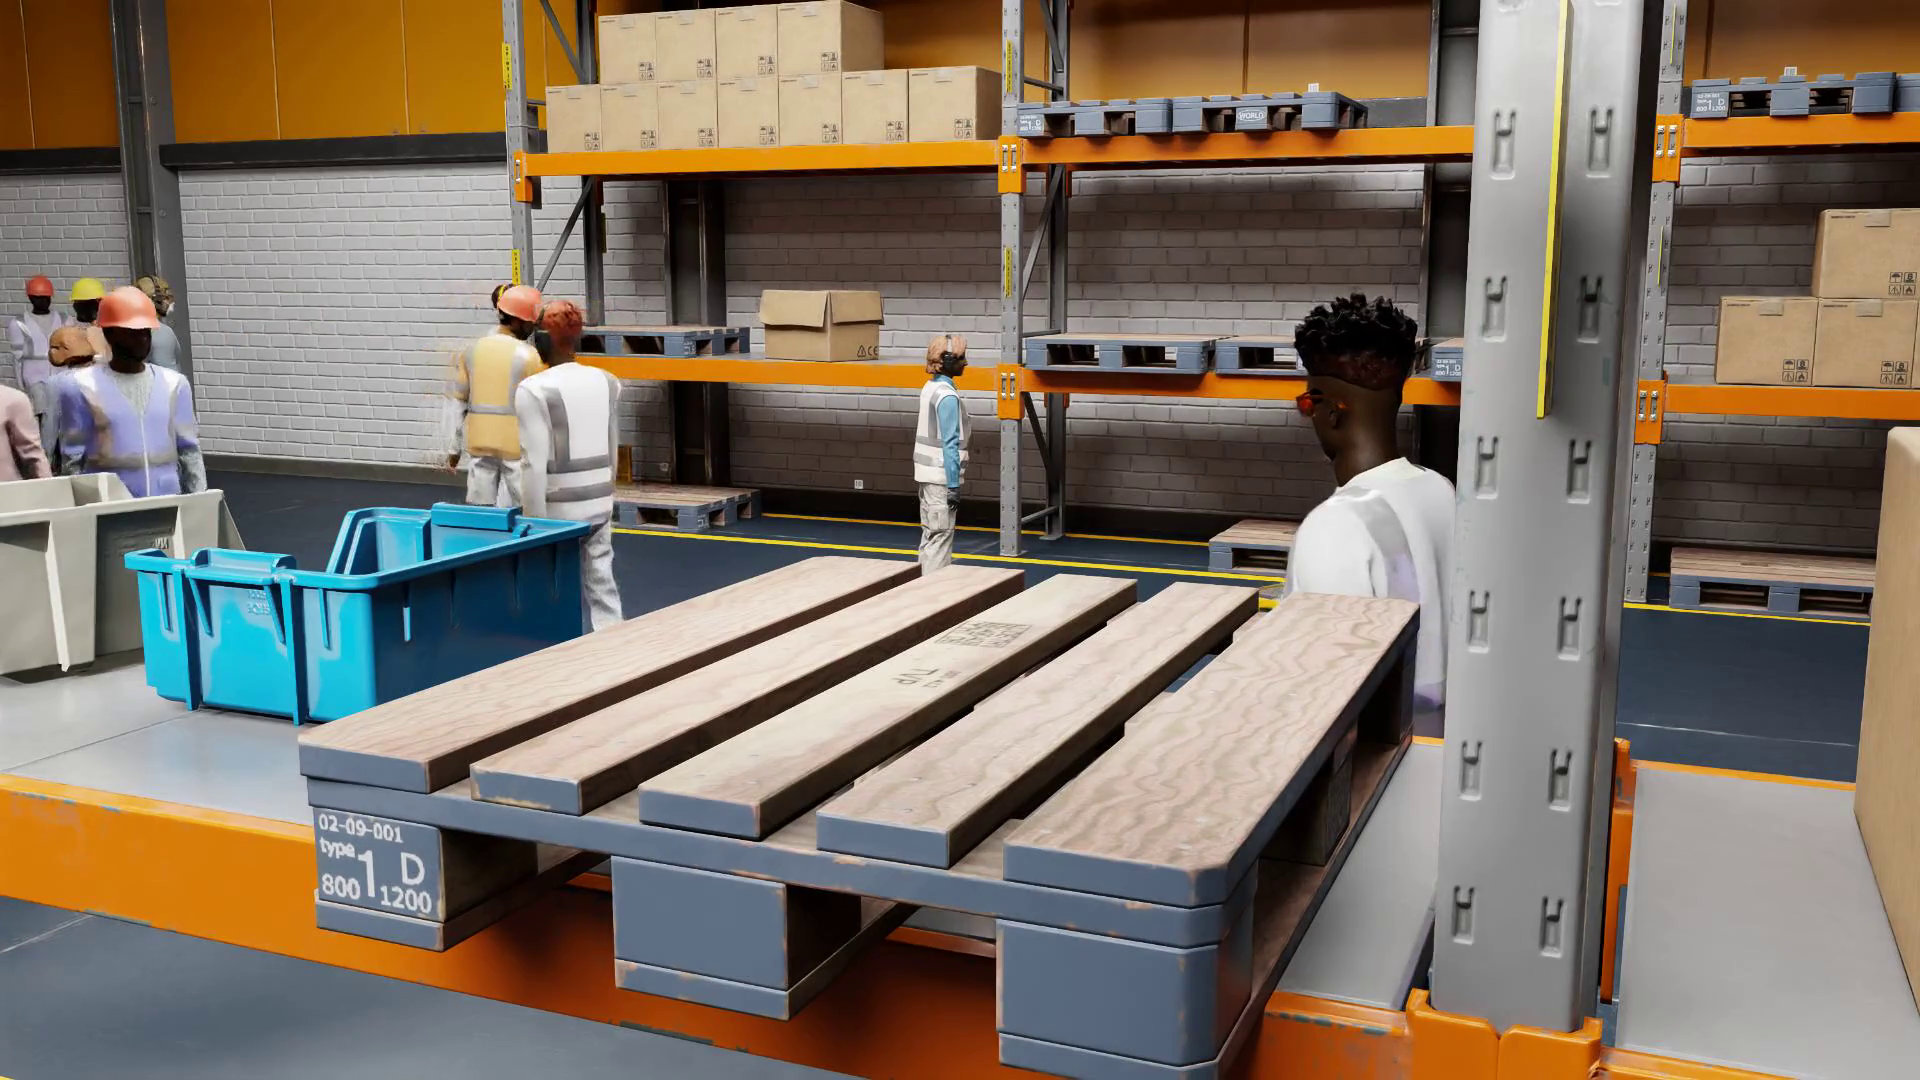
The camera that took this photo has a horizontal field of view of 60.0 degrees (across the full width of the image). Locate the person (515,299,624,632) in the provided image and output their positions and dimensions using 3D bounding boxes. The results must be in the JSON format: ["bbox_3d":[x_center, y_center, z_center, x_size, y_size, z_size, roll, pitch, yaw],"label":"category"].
[{"bbox_3d":[-1.707,-0.104,7.219,0.400,1.883,0.585,6,11,33],"label":"person"}]

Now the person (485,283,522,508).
[{"bbox_3d":[-3.243,-0.914,12.070,0.328,1.868,0.508,1,10,5],"label":"person"}]

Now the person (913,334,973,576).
[{"bbox_3d":[-0.098,-0.320,9.224,0.315,1.629,0.509,-2,10,-13],"label":"person"}]

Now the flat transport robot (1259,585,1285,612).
[{"bbox_3d":[2.108,0.416,8.871,0.652,0.197,1.431,-8,12,-40],"label":"flat transport robot"}]

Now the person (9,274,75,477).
[{"bbox_3d":[-8.455,-1.495,15.394,0.568,1.918,0.611,-9,13,-42],"label":"person"}]

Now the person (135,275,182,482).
[{"bbox_3d":[-5.416,-0.813,11.247,0.635,1.937,0.359,8,12,40],"label":"person"}]

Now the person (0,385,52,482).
[{"bbox_3d":[-4.693,-0.183,8.036,0.640,1.735,0.473,-3,10,-15],"label":"person"}]

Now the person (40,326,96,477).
[{"bbox_3d":[-5.575,-0.534,10.501,0.398,1.617,0.518,3,10,20],"label":"person"}]

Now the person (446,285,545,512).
[{"bbox_3d":[-2.714,-0.523,9.697,0.703,1.900,0.392,2,10,14],"label":"person"}]

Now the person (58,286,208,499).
[{"bbox_3d":[-3.531,-0.130,7.228,0.873,1.907,0.565,8,12,40],"label":"person"}]

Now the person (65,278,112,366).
[{"bbox_3d":[-6.879,-1.148,13.418,0.515,1.899,0.595,-2,10,-10],"label":"person"}]

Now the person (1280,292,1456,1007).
[{"bbox_3d":[0.797,0.500,3.308,0.372,1.963,0.608,6,11,33],"label":"person"}]
